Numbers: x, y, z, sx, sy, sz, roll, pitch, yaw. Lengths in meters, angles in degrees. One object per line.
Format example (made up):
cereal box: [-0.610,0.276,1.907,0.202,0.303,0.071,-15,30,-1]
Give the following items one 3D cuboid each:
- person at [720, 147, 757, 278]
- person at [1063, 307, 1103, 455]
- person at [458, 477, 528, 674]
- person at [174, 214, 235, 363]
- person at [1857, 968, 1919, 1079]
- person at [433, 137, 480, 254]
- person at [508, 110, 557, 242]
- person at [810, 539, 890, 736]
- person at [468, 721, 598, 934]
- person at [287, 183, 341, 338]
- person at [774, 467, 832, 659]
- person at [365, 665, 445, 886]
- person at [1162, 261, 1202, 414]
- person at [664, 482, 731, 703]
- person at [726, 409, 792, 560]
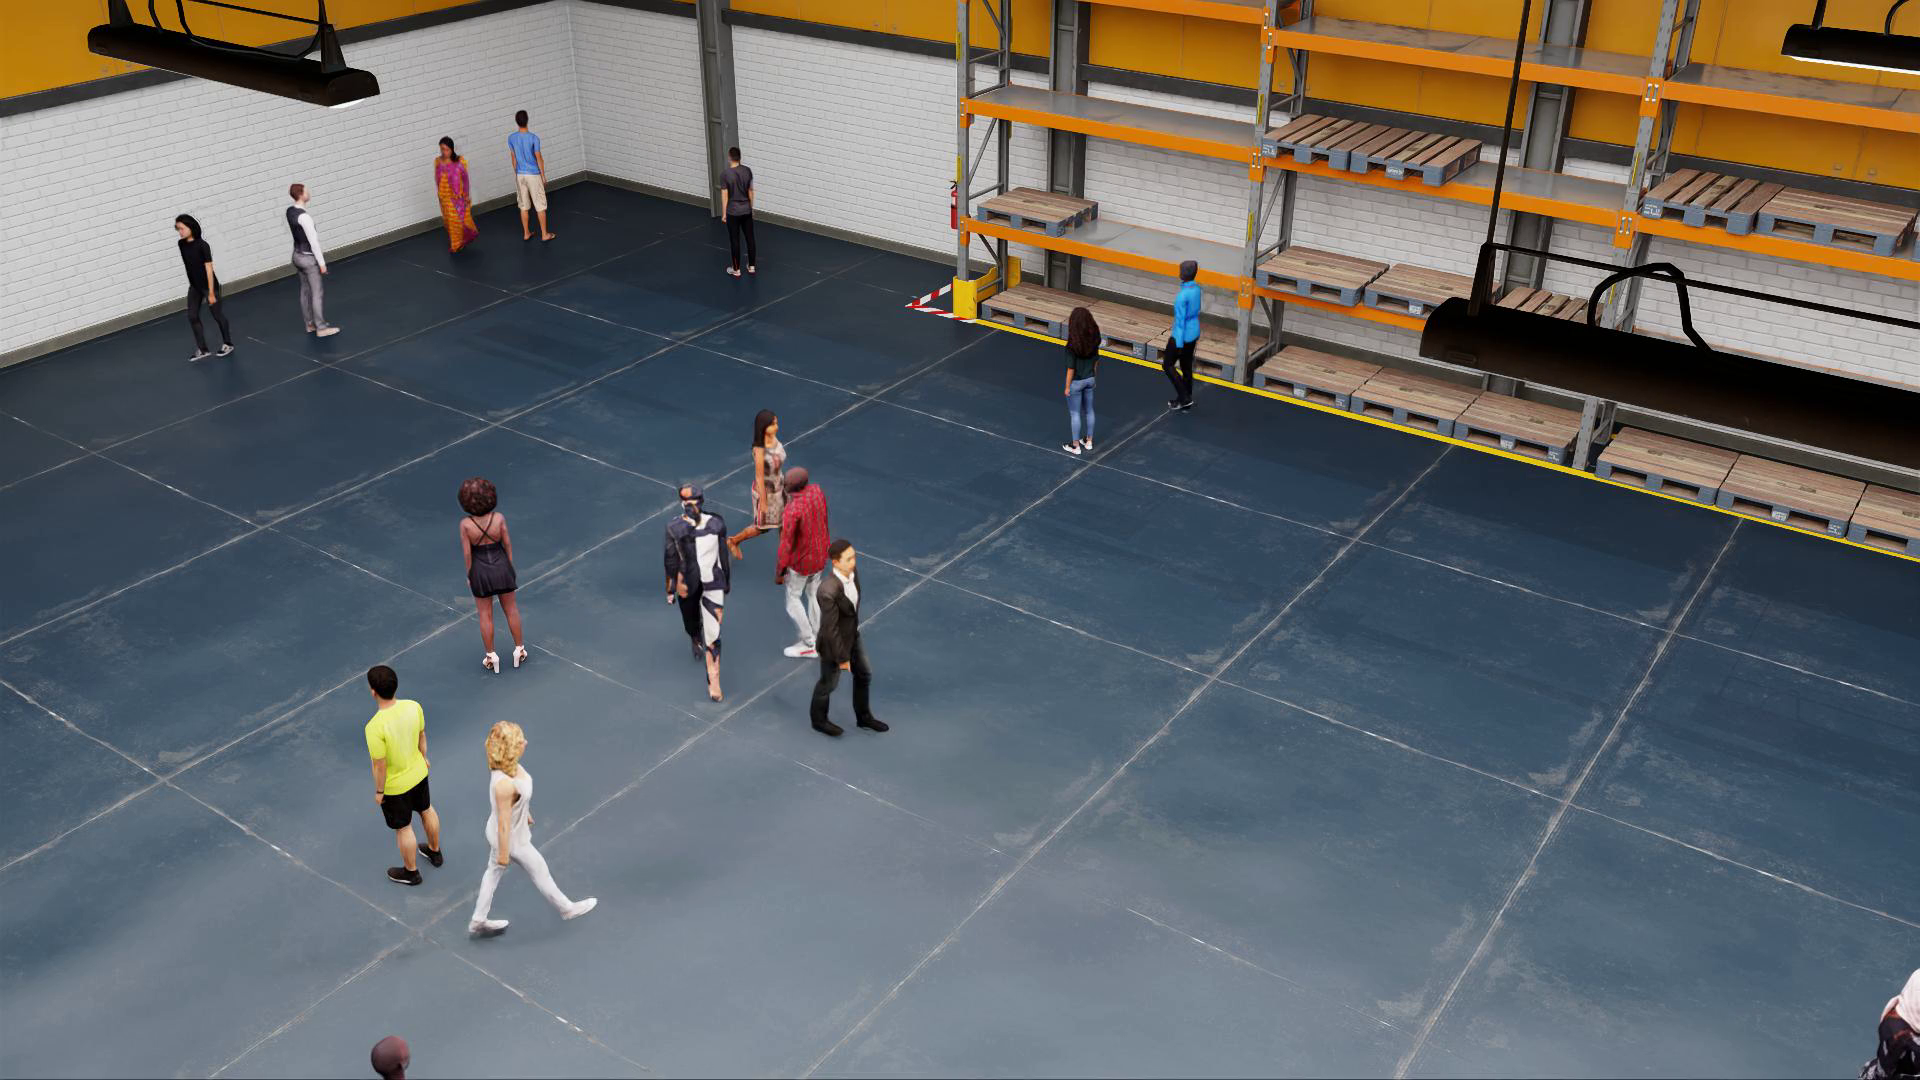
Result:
person: [-3.013,-4.479,22.662,0.707,1.764,0.688,-16,33,-27]
person: [1.286,-1.705,17.732,0.684,1.615,0.703,-18,33,-29]
person: [-3.911,0.295,13.883,0.642,1.790,0.673,-13,31,-22]
person: [-9.068,-3.106,20.093,0.824,1.814,0.820,11,31,20]
person: [5.128,2.980,9.120,0.734,1.638,0.760,-14,32,-25]
person: [-7.135,-4.913,23.564,0.876,1.662,0.904,3,29,6]
person: [-6.211,-5.247,23.966,0.637,1.863,0.780,5,29,10]
person: [-1.030,0.756,13.050,0.943,1.778,0.853,13,31,22]
person: [-3.067,1.955,11.016,1.066,1.621,1.108,-10,30,-17]
person: [-8.124,-3.483,20.664,0.771,1.929,0.599,-25,37,-38]
person: [-1.311,0.138,14.158,0.731,1.803,0.623,-19,34,-31]
person: [-3.868,1.616,11.547,0.548,1.709,0.633,16,32,26]
person: [2.579,-2.230,18.519,0.655,1.783,0.642,22,36,35]
person: [-2.149,0.346,13.714,1.166,1.862,1.241,-5,29,-9]
person: [-1.838,-0.449,15.421,1.087,1.623,0.815,8,30,14]
